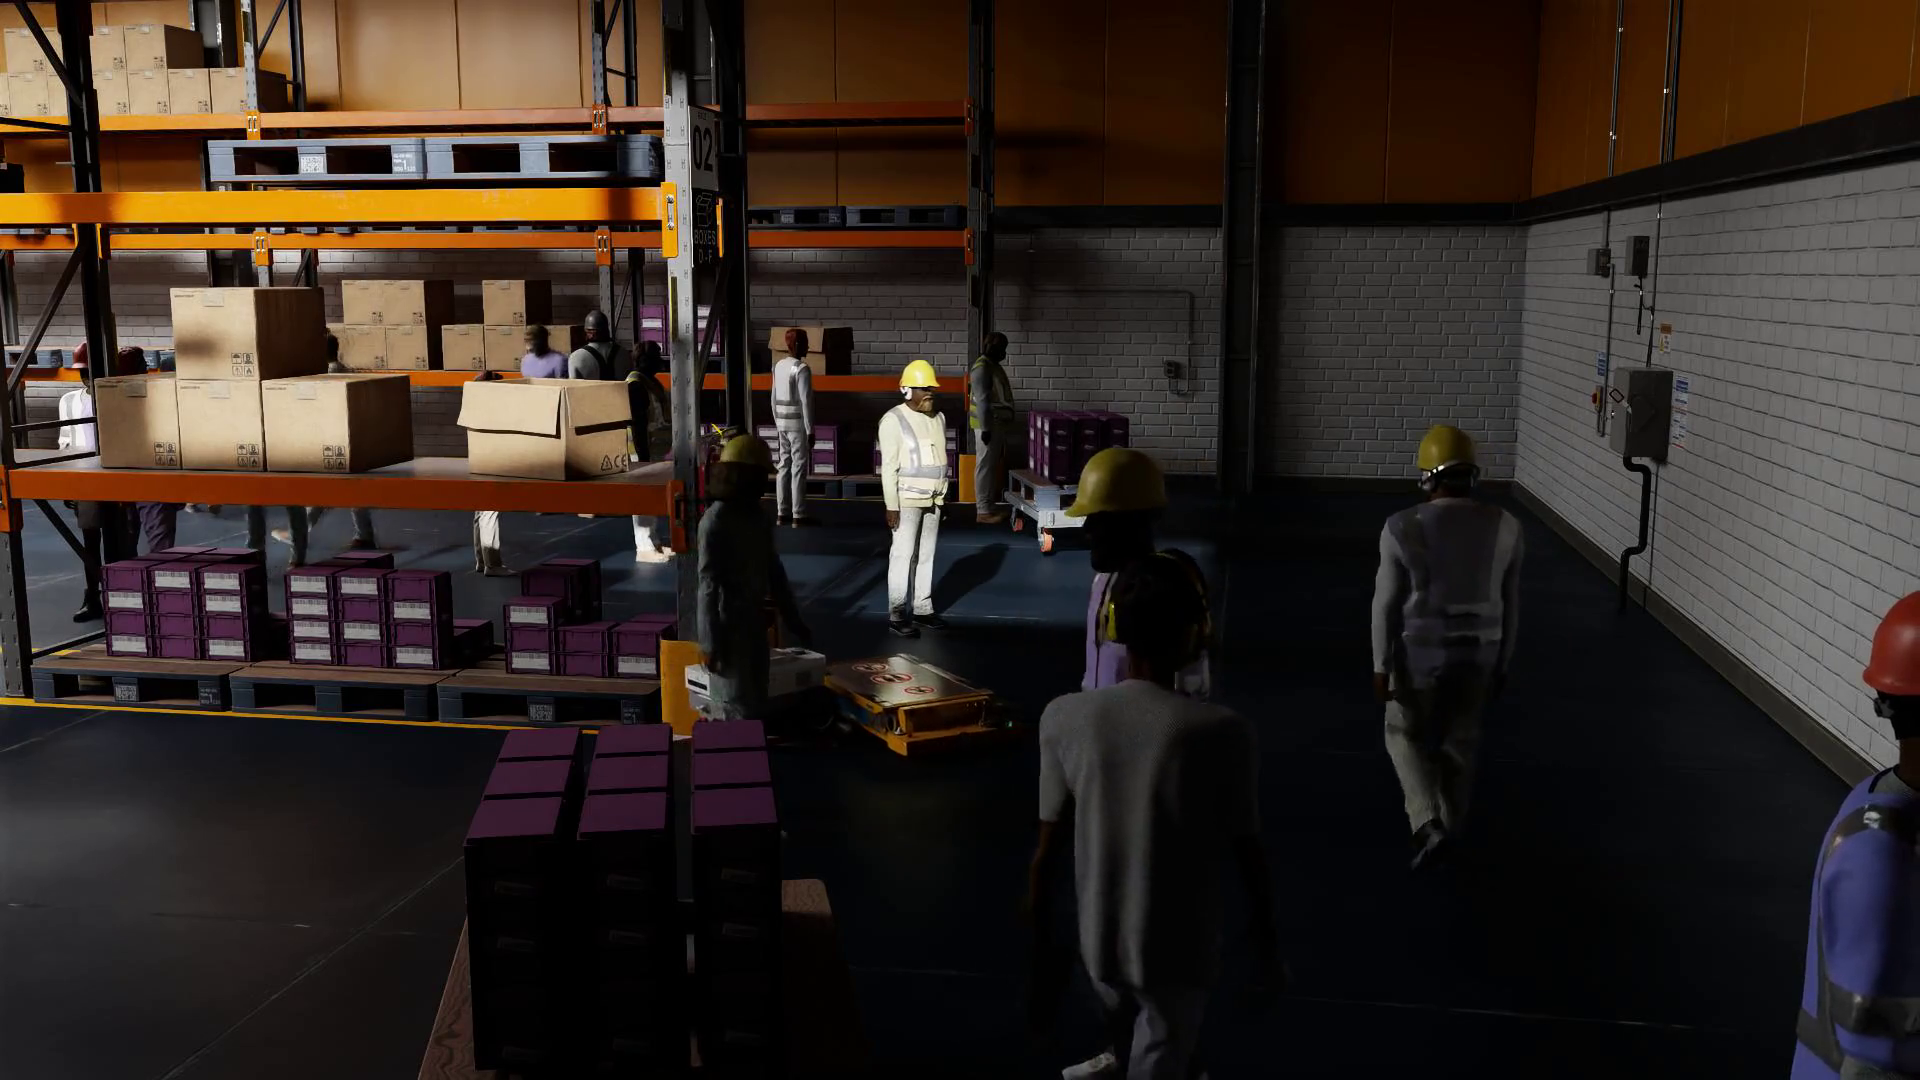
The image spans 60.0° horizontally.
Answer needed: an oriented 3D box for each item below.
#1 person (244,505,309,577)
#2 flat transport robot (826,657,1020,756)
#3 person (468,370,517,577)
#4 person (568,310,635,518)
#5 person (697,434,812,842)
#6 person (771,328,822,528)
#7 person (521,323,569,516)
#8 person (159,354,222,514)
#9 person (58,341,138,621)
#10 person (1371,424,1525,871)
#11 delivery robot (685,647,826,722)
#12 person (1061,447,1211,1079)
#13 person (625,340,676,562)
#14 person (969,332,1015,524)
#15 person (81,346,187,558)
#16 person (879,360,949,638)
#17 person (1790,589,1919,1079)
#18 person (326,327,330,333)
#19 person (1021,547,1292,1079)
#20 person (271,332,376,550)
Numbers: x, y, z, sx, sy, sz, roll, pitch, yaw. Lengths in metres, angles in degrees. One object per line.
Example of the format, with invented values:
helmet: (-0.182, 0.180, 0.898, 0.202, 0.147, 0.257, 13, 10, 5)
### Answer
person: (-5.351, -0.613, 12.884, 0.650, 1.904, 0.846, 0, 9, 2)
flat transport robot: (-0.317, 0.848, 8.897, 0.652, 0.197, 1.431, -5, 10, -28)
person: (-3.740, -0.528, 13.207, 0.309, 1.638, 0.513, -5, 10, -28)
person: (-3.555, -1.238, 16.367, 0.674, 2.000, 0.535, -6, 11, -34)
person: (-0.887, 0.410, 7.163, 0.430, 1.715, 0.529, 4, 10, 21)
person: (-1.561, -1.057, 15.736, 0.337, 1.879, 0.583, -7, 12, -39)
person: (-4.096, -1.182, 16.428, 0.627, 1.919, 0.485, 5, 10, 27)
person: (-7.555, -1.214, 16.472, 0.618, 1.971, 0.802, -5, 10, -29)
person: (-5.925, -0.402, 11.493, 0.543, 1.940, 0.361, -1, 9, -9)
person: (1.923, 0.455, 6.583, 0.593, 1.818, 0.497, -1, 9, -3)
delivery robot: (-1.047, 0.717, 8.541, 0.707, 0.478, 0.477, -7, 12, -39)
person: (0.493, 0.692, 4.753, 0.400, 1.919, 0.619, -3, 10, -18)
person: (-2.586, -0.742, 13.902, 0.429, 1.845, 0.628, 0, 9, 1)
person: (0.312, -1.085, 16.054, 0.430, 1.838, 0.619, 2, 9, 13)
person: (-5.613, -0.370, 11.397, 0.640, 1.909, 0.409, 0, 9, -1)
person: (-0.278, -0.280, 11.063, 0.404, 1.830, 0.599, 7, 12, 38)
person: (1.538, 1.016, 2.698, 0.362, 1.939, 0.542, 6, 11, 33)
person: (-6.546, -1.285, 17.227, 0.850, 1.850, 0.614, 0, 9, 2)
person: (0.434, 0.920, 3.688, 0.495, 1.810, 1.014, 6, 11, 32)
person: (-5.533, -0.833, 14.326, 0.956, 1.894, 0.635, -1, 9, -8)
